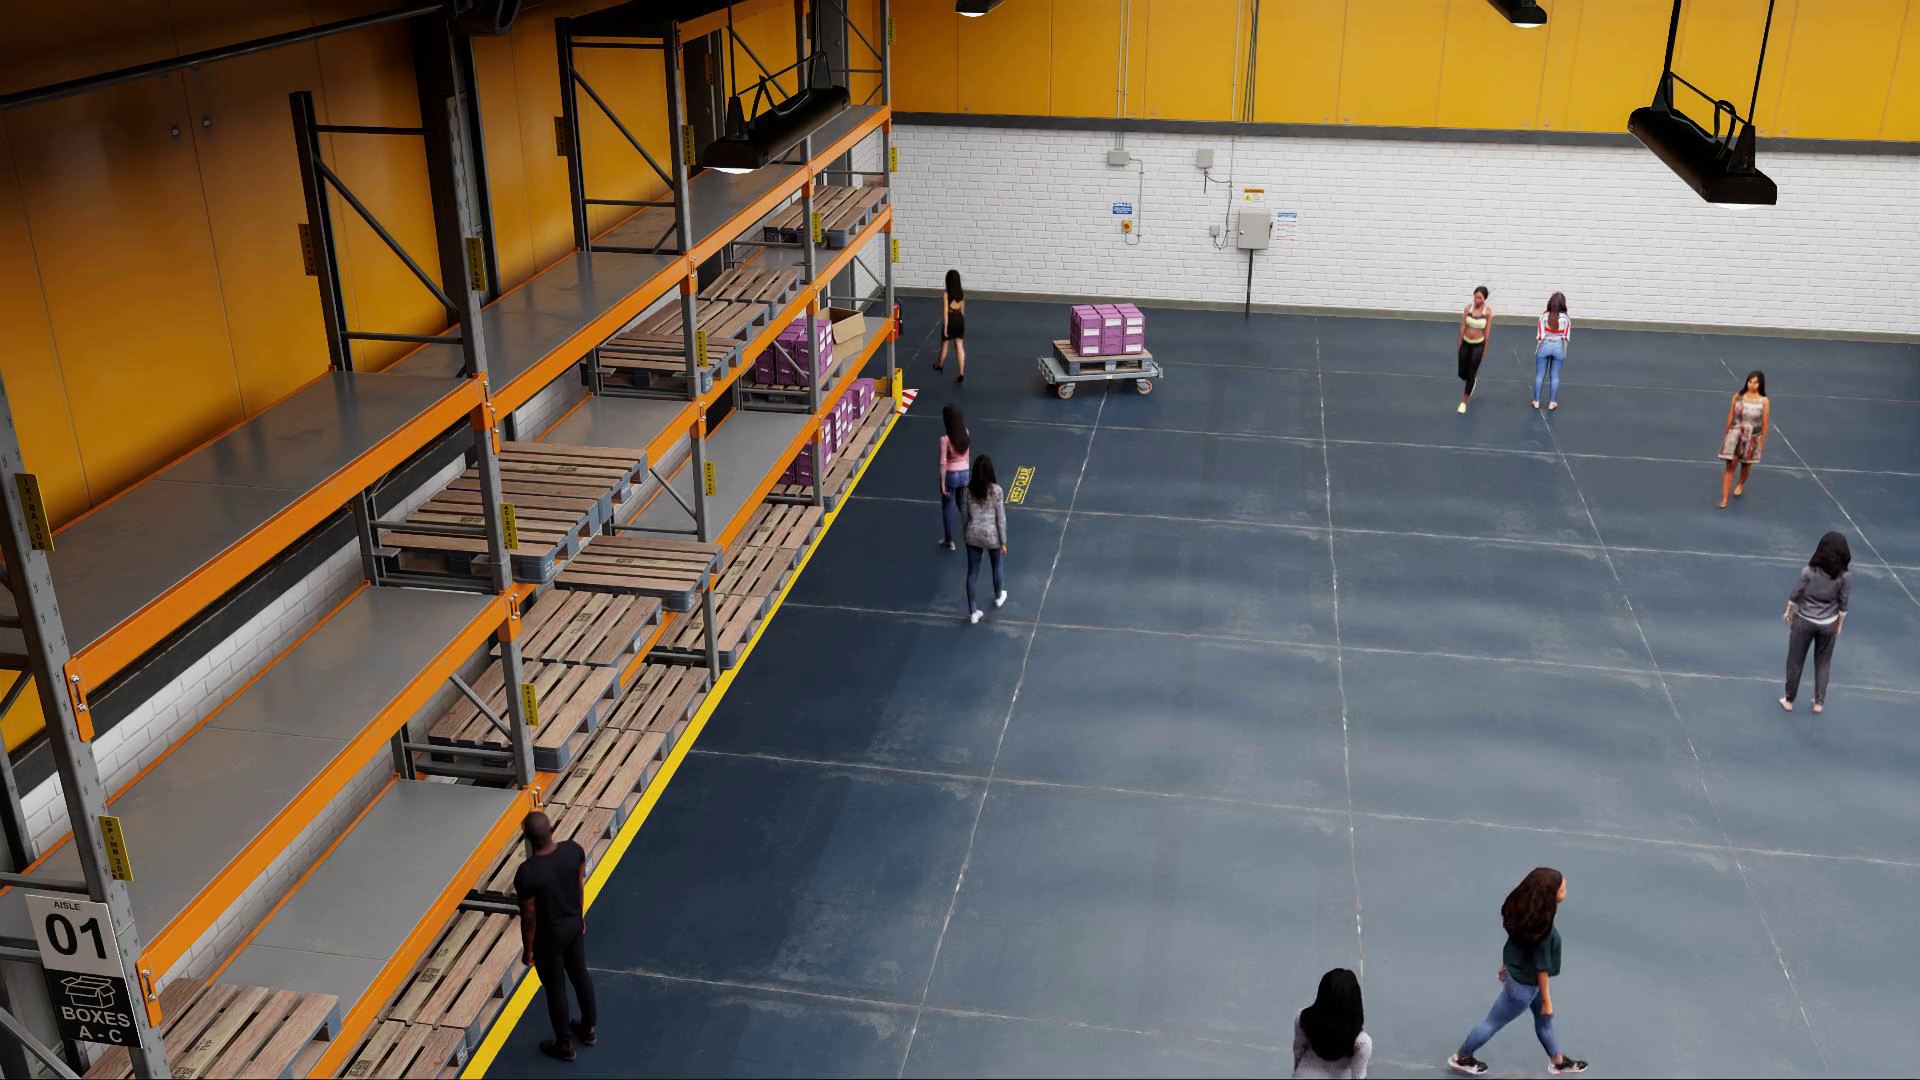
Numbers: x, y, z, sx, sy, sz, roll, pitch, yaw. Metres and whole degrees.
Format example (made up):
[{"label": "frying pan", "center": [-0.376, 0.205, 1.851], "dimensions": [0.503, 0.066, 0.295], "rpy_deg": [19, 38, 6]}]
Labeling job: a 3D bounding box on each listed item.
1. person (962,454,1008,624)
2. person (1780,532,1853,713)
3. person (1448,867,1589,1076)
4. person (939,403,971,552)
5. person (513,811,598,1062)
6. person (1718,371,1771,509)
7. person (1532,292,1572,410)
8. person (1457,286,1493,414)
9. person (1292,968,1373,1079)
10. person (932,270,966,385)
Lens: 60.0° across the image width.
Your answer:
[{"label": "person", "center": [0.210, 0.016, 16.597], "dimensions": [0.745, 1.712, 0.978], "rpy_deg": [7, 25, 16]}, {"label": "person", "center": [7.613, 0.764, 14.825], "dimensions": [0.662, 1.761, 0.626], "rpy_deg": [7, 25, 16]}, {"label": "person", "center": [3.471, 2.775, 10.466], "dimensions": [0.741, 1.567, 1.072], "rpy_deg": [1, 24, 3]}, {"label": "person", "center": [0.005, -0.637, 18.072], "dimensions": [0.932, 1.728, 0.995], "rpy_deg": [-16, 28, -32]}, {"label": "person", "center": [-2.589, 2.538, 10.696], "dimensions": [0.813, 1.818, 0.694], "rpy_deg": [19, 30, 36]}, {"label": "person", "center": [9.235, -1.200, 19.524], "dimensions": [0.917, 1.595, 1.193], "rpy_deg": [15, 28, 31]}, {"label": "person", "center": [8.061, -2.588, 22.677], "dimensions": [0.621, 1.613, 0.560], "rpy_deg": [8, 25, 19]}, {"label": "person", "center": [6.995, -2.619, 22.592], "dimensions": [0.763, 1.738, 0.971], "rpy_deg": [14, 27, 29]}, {"label": "person", "center": [2.000, 3.202, 9.319], "dimensions": [0.842, 1.703, 1.087], "rpy_deg": [12, 26, 25]}, {"label": "person", "center": [-0.039, -2.979, 23.577], "dimensions": [0.983, 1.609, 1.067], "rpy_deg": [-14, 27, -30]}]
